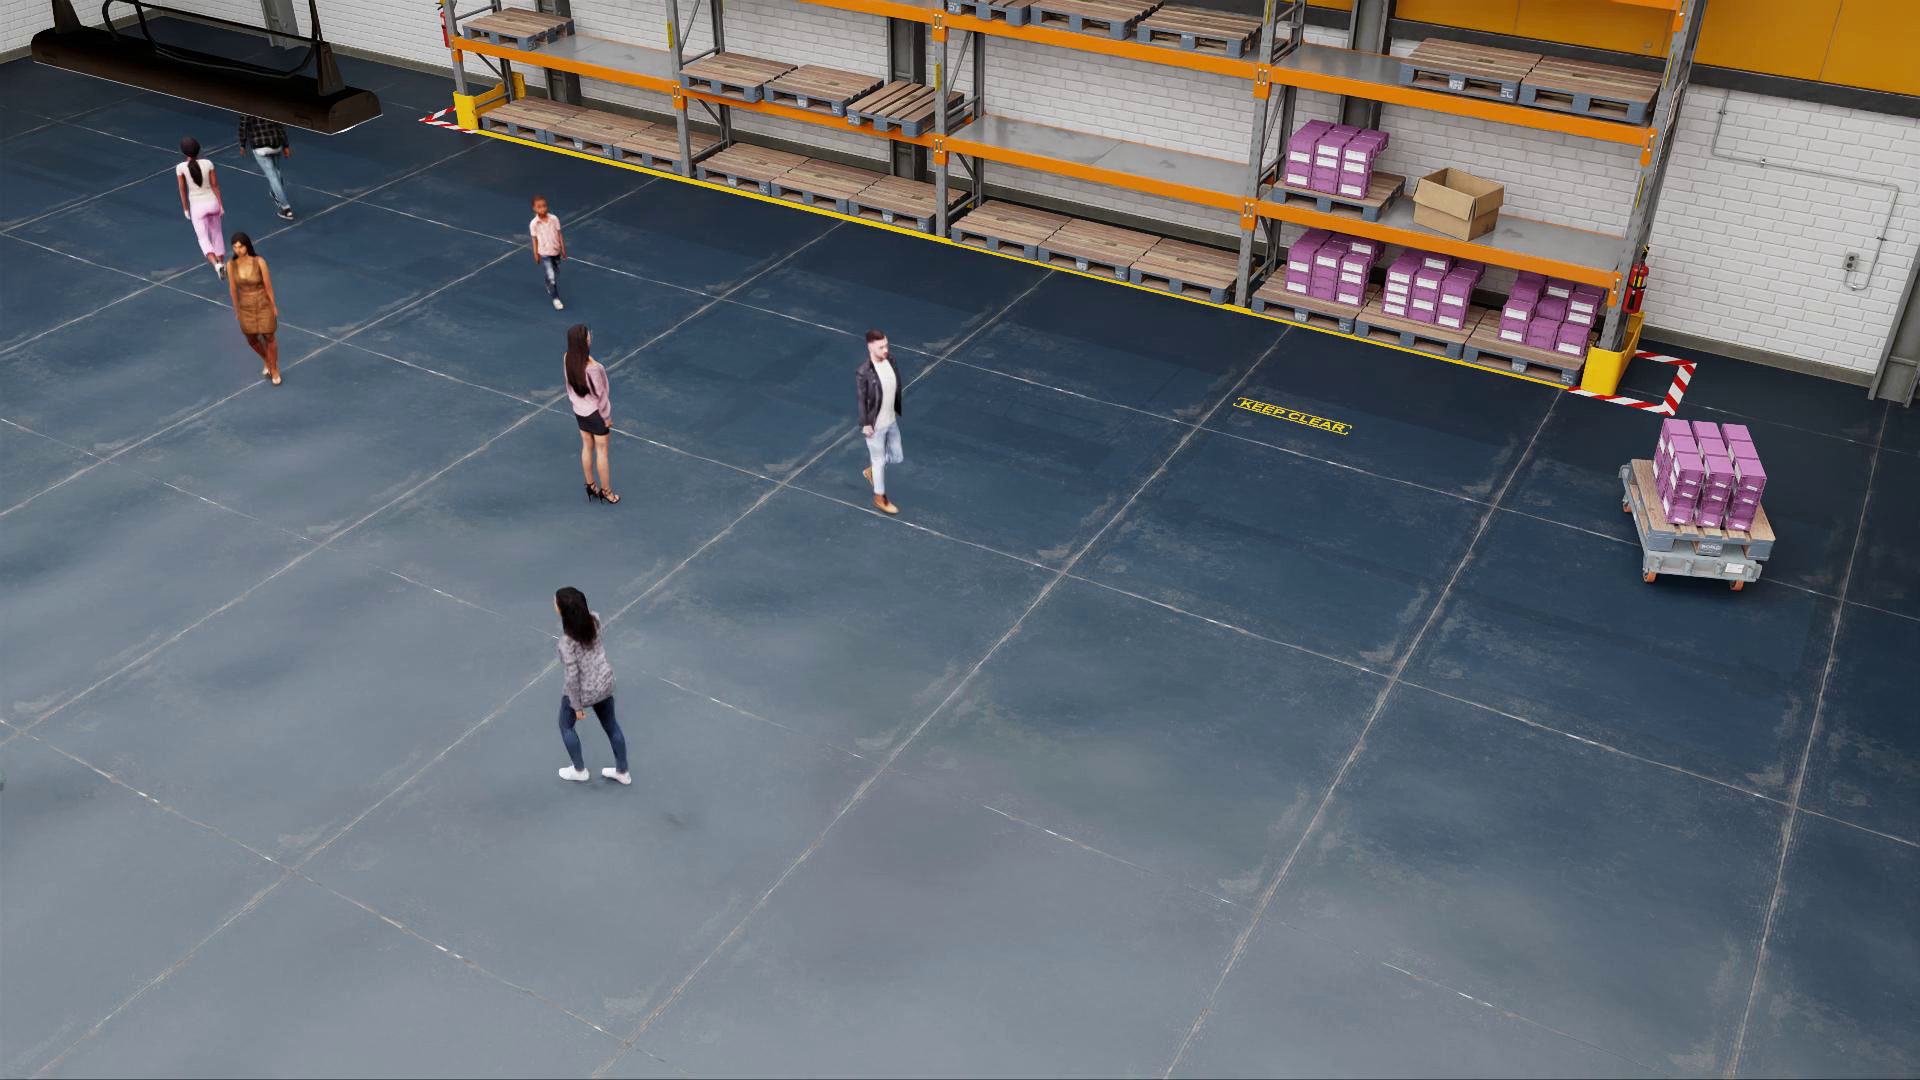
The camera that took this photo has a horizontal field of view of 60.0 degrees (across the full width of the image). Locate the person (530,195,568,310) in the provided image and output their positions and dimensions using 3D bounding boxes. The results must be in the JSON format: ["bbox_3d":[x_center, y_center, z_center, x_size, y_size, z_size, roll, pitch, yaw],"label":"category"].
[{"bbox_3d":[-4.690,-3.314,18.917,0.731,1.290,0.931,-21,39,-28],"label":"person"}]

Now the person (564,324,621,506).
[{"bbox_3d":[-3.372,-1.140,15.175,0.494,1.812,0.693,22,40,30],"label":"person"}]

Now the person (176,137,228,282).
[{"bbox_3d":[-8.731,-3.802,19.261,0.888,1.721,1.083,-18,38,-25],"label":"person"}]

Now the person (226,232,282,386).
[{"bbox_3d":[-7.256,-2.399,17.185,0.698,1.683,0.760,-5,34,-8],"label":"person"}]

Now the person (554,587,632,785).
[{"bbox_3d":[-2.583,1.089,11.912,0.731,1.712,0.646,20,39,27],"label":"person"}]

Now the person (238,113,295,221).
[{"bbox_3d":[-8.642,-4.885,20.834,1.124,1.783,0.837,28,42,35],"label":"person"}]

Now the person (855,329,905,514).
[{"bbox_3d":[-0.785,-1.103,15.108,0.812,1.824,0.749,27,42,35],"label":"person"}]
